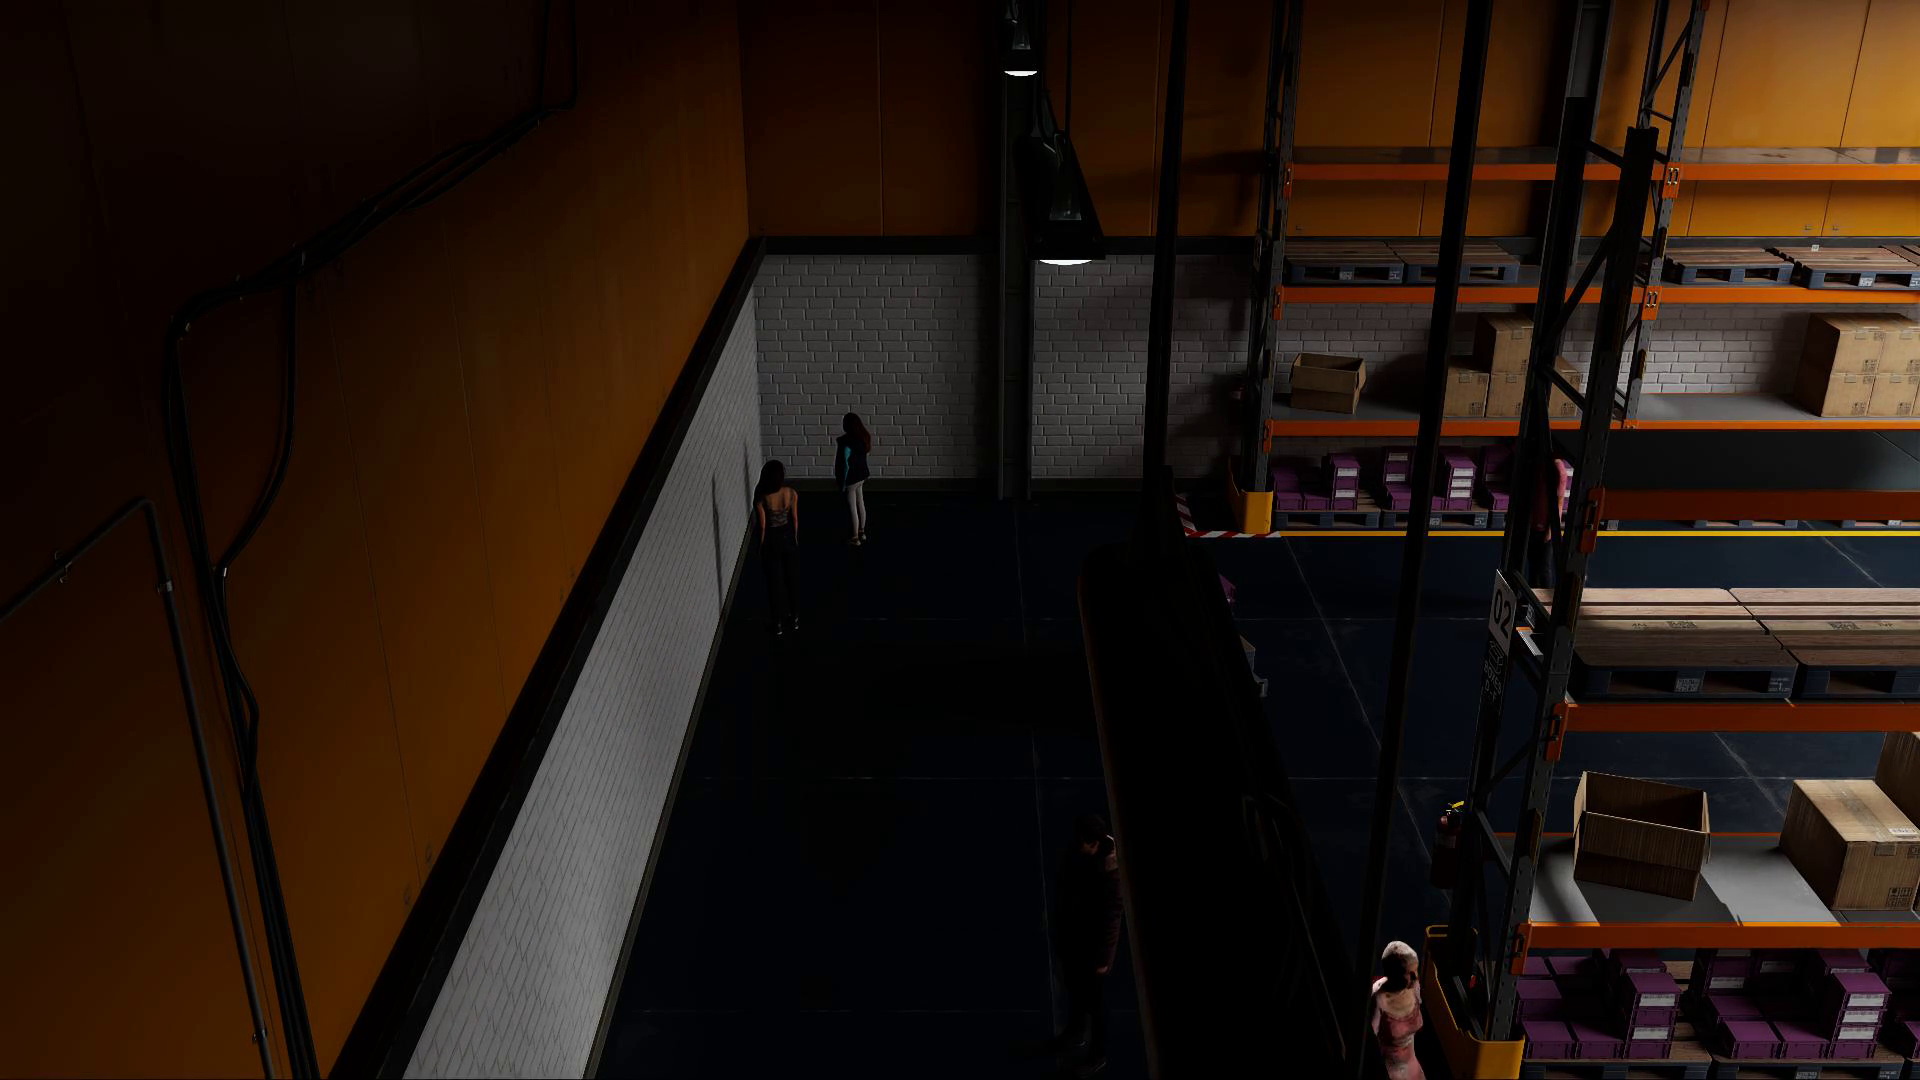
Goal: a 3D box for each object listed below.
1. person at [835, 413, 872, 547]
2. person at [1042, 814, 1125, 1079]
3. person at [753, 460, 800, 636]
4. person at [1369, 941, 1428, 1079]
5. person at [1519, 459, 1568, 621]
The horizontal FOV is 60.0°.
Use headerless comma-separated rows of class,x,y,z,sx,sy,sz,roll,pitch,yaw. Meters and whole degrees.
person,-1.163,-0.679,18.154,0.698,1.501,0.664,10,26,22
person,0.793,2.506,10.434,0.882,1.848,0.874,-14,27,-28
person,-1.756,0.057,16.133,0.636,1.770,0.747,-13,27,-28
person,2.395,2.972,9.576,0.783,1.682,0.842,-16,28,-31
person,5.764,-0.164,16.403,0.554,1.960,0.645,-2,24,-4
